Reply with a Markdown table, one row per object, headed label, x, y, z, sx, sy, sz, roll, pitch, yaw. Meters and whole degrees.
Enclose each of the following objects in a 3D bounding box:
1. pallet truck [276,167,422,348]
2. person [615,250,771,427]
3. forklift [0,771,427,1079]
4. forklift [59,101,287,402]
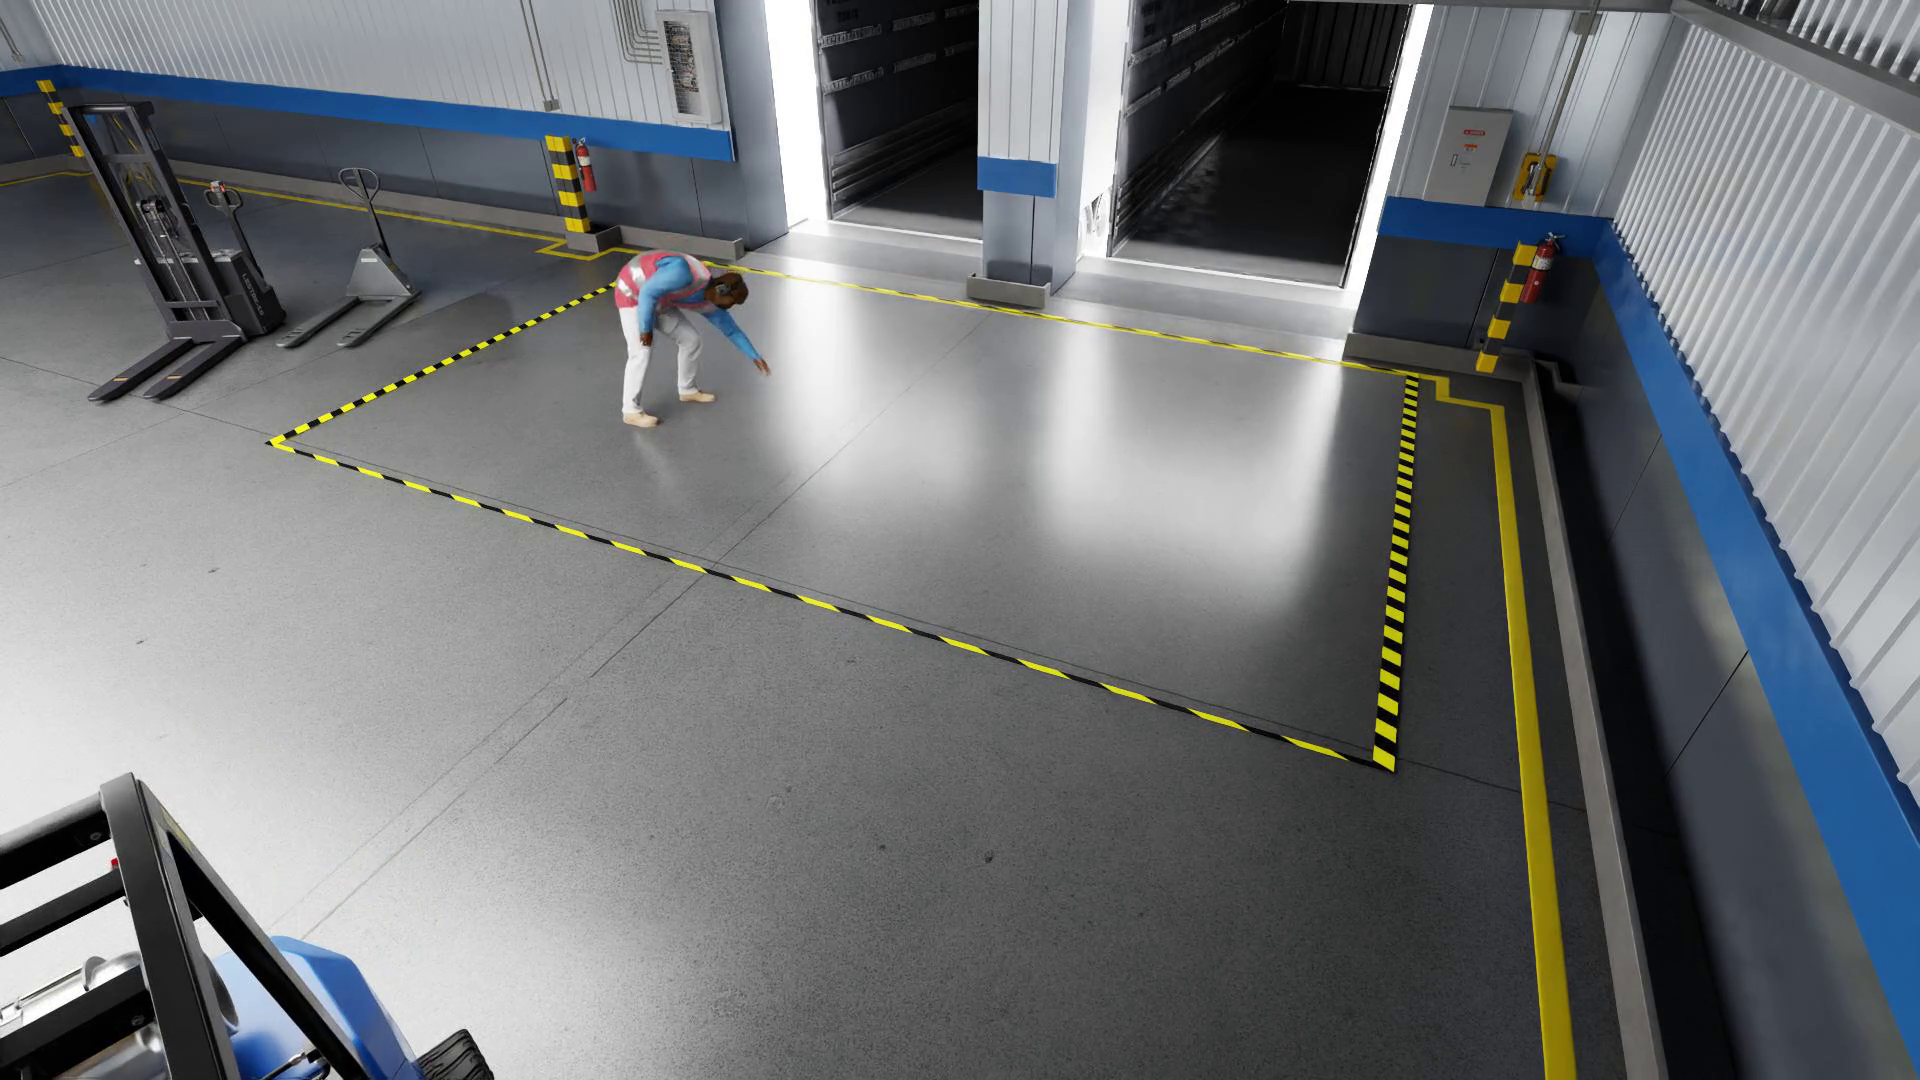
| label | x | y | z | sx | sy | sz | roll | pitch | yaw |
| --- | --- | --- | --- | --- | --- | --- | --- | --- | --- |
| pallet truck | -5.732 | -2.611 | 8.414 | 0.680 | 1.201 | 1.601 | -1 | 35 | -1 |
| person | -2.099 | -1.543 | 6.908 | 0.846 | 1.261 | 0.993 | 21 | 40 | 27 |
| forklift | -1.292 | 1.609 | 1.408 | 1.157 | 2.036 | 2.680 | -29 | 44 | -35 |
| forklift | -6.686 | -2.387 | 7.434 | 0.823 | 1.965 | 1.885 | -3 | 35 | -5 |
